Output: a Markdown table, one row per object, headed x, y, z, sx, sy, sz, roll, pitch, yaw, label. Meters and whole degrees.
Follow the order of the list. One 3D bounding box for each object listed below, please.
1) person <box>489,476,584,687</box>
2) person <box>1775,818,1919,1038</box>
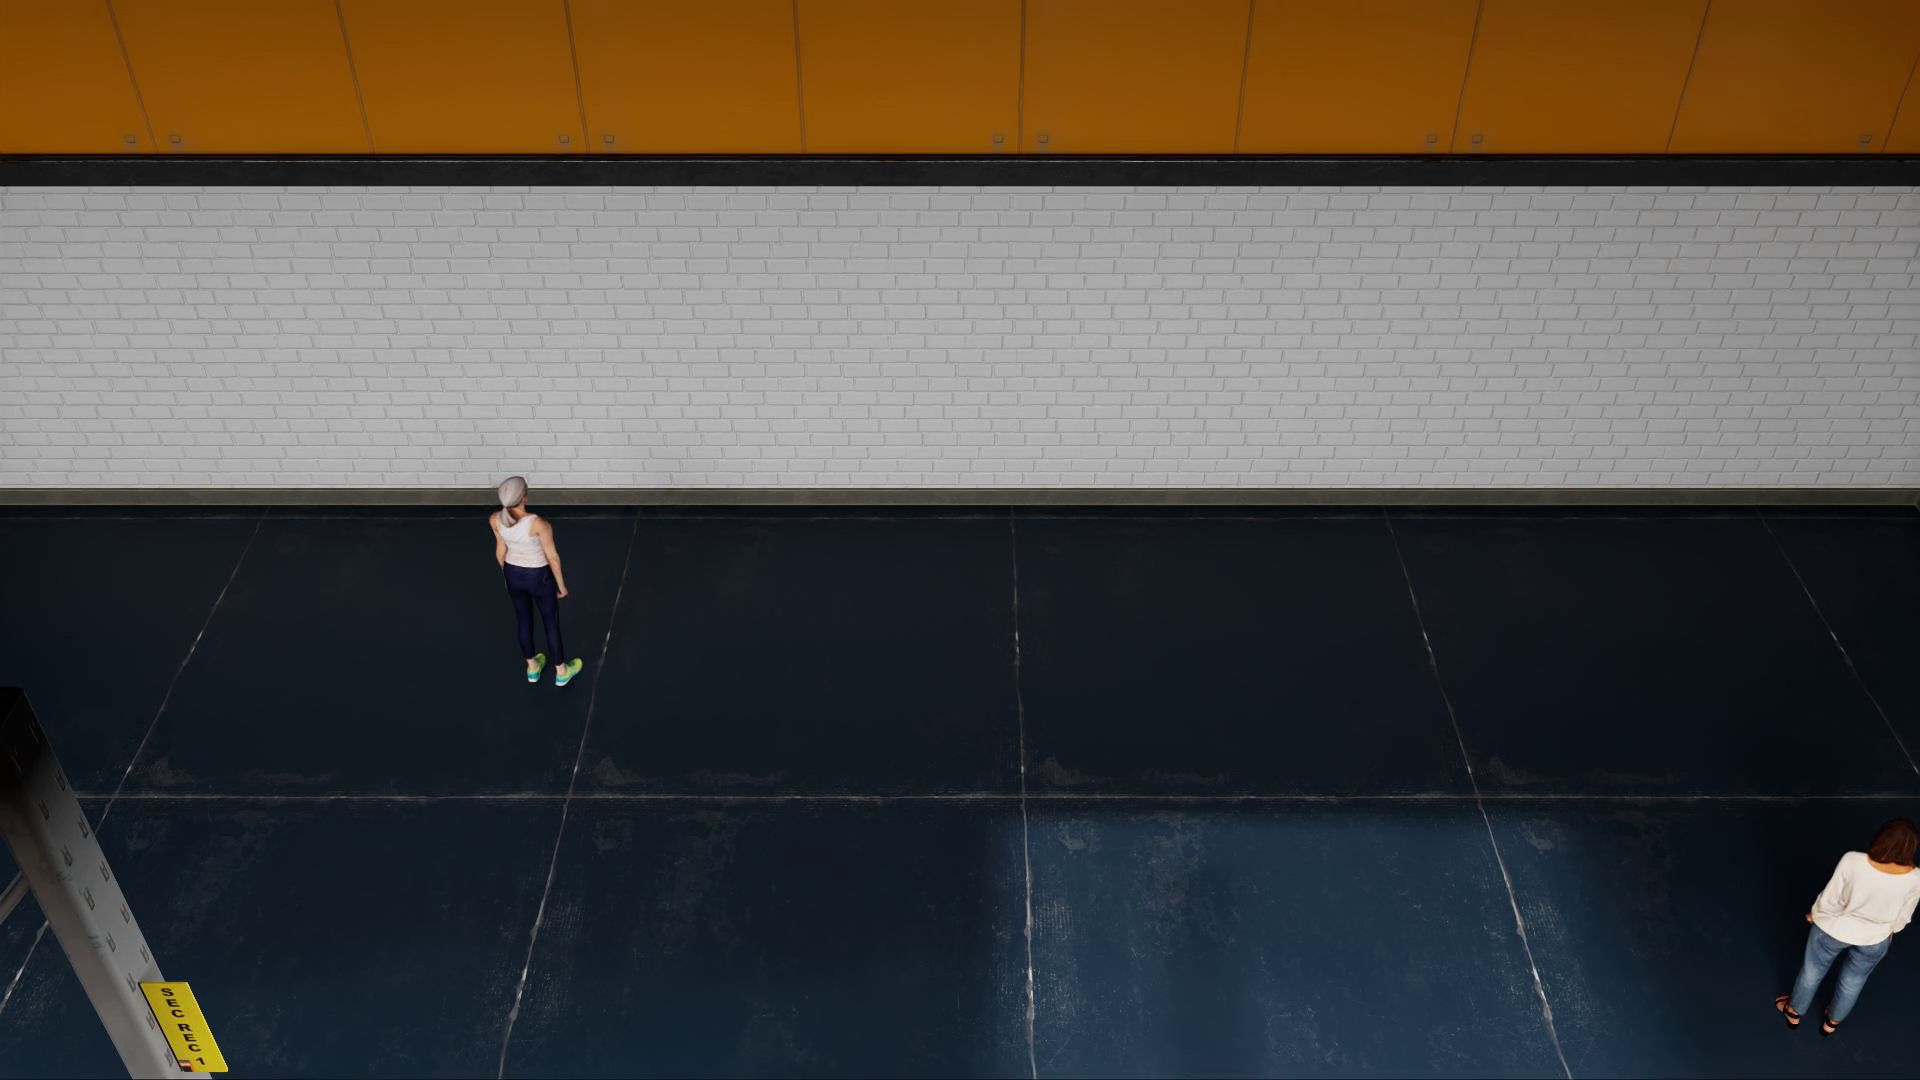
| x | y | z | sx | sy | sz | roll | pitch | yaw | label |
| --- | --- | --- | --- | --- | --- | --- | --- | --- | --- |
| -2.938 | 0.283 | 11.367 | 0.650 | 1.701 | 0.602 | 8 | 39 | 10 | person |
| 4.879 | 2.120 | 9.081 | 0.684 | 1.683 | 0.660 | 13 | 41 | 16 | person |
